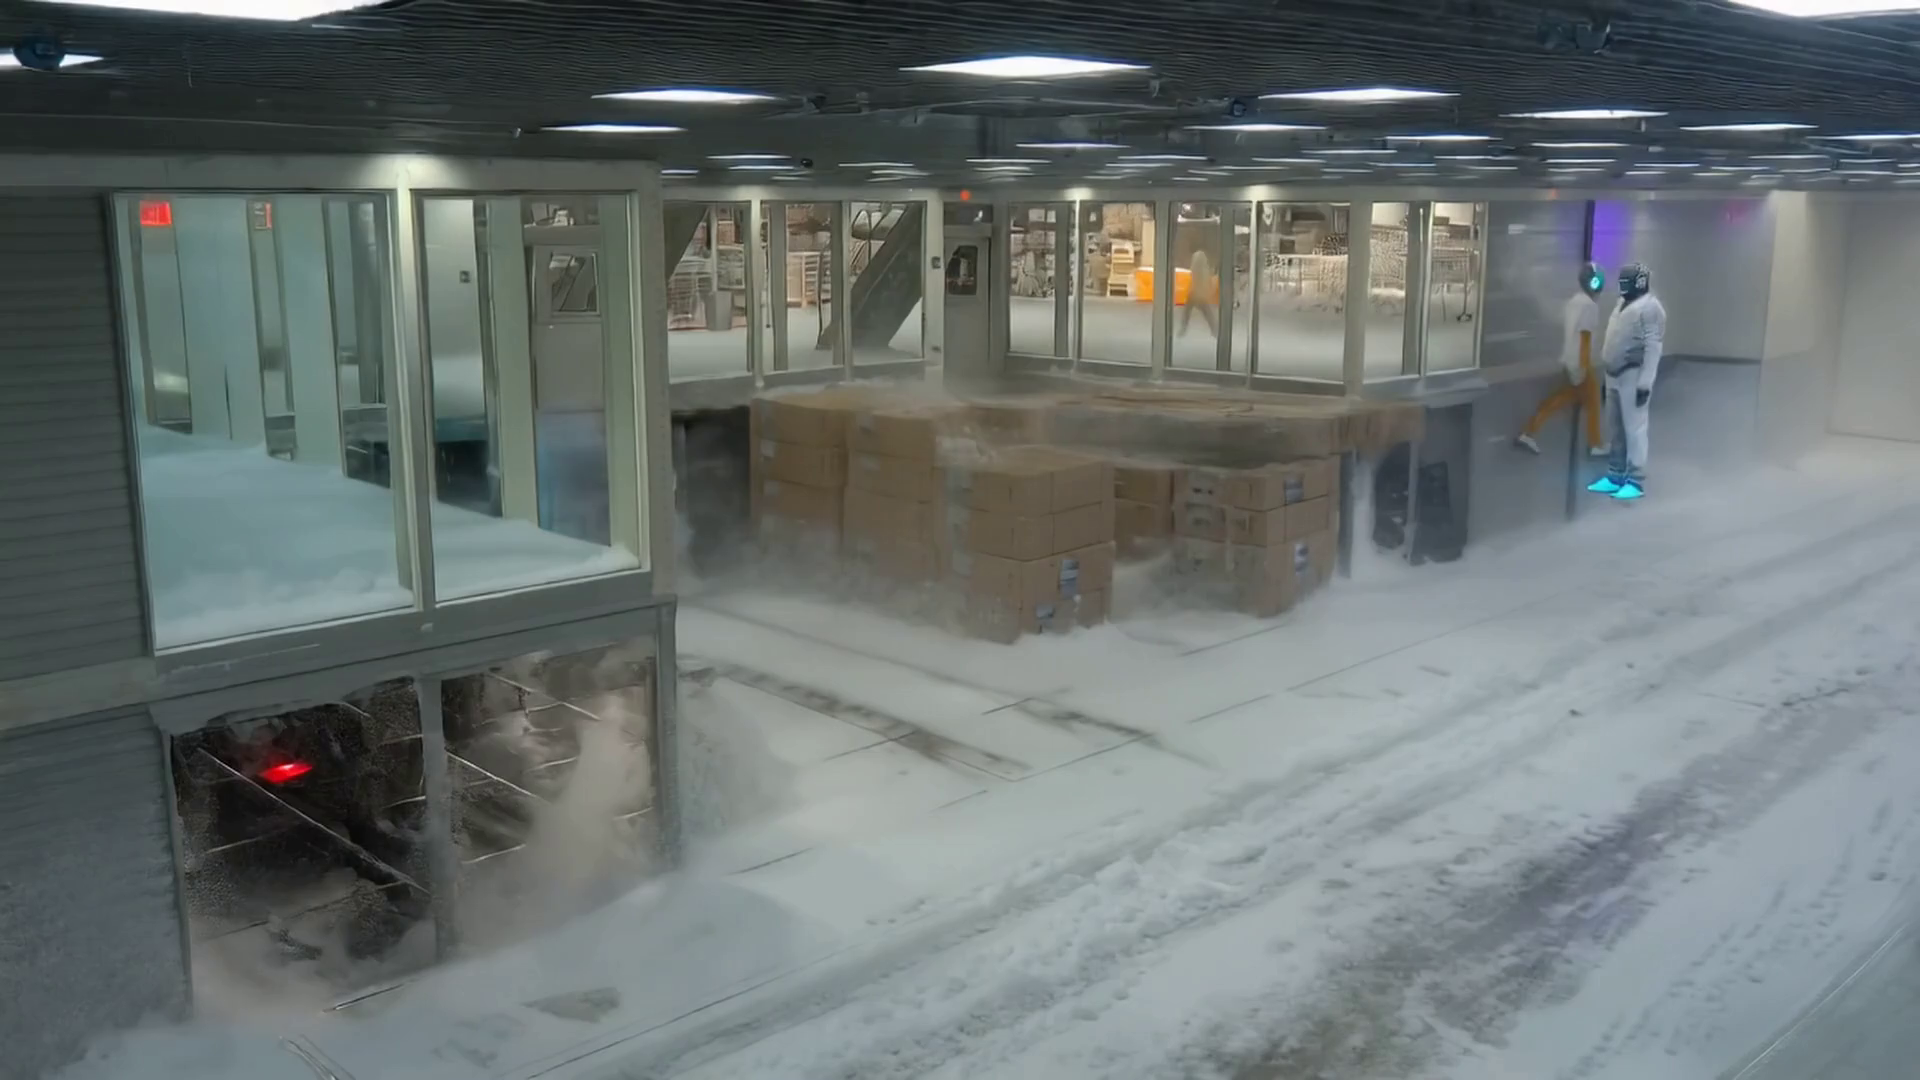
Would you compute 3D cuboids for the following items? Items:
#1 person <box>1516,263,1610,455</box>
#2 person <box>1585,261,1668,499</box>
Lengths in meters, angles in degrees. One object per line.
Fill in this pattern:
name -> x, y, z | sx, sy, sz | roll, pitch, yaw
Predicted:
person -> 5.778, -1.692, 15.669 | 0.959, 1.828, 0.511 | -2, 11, -8
person -> 5.383, -1.290, 13.436 | 0.404, 1.905, 0.650 | -1, 11, -7
